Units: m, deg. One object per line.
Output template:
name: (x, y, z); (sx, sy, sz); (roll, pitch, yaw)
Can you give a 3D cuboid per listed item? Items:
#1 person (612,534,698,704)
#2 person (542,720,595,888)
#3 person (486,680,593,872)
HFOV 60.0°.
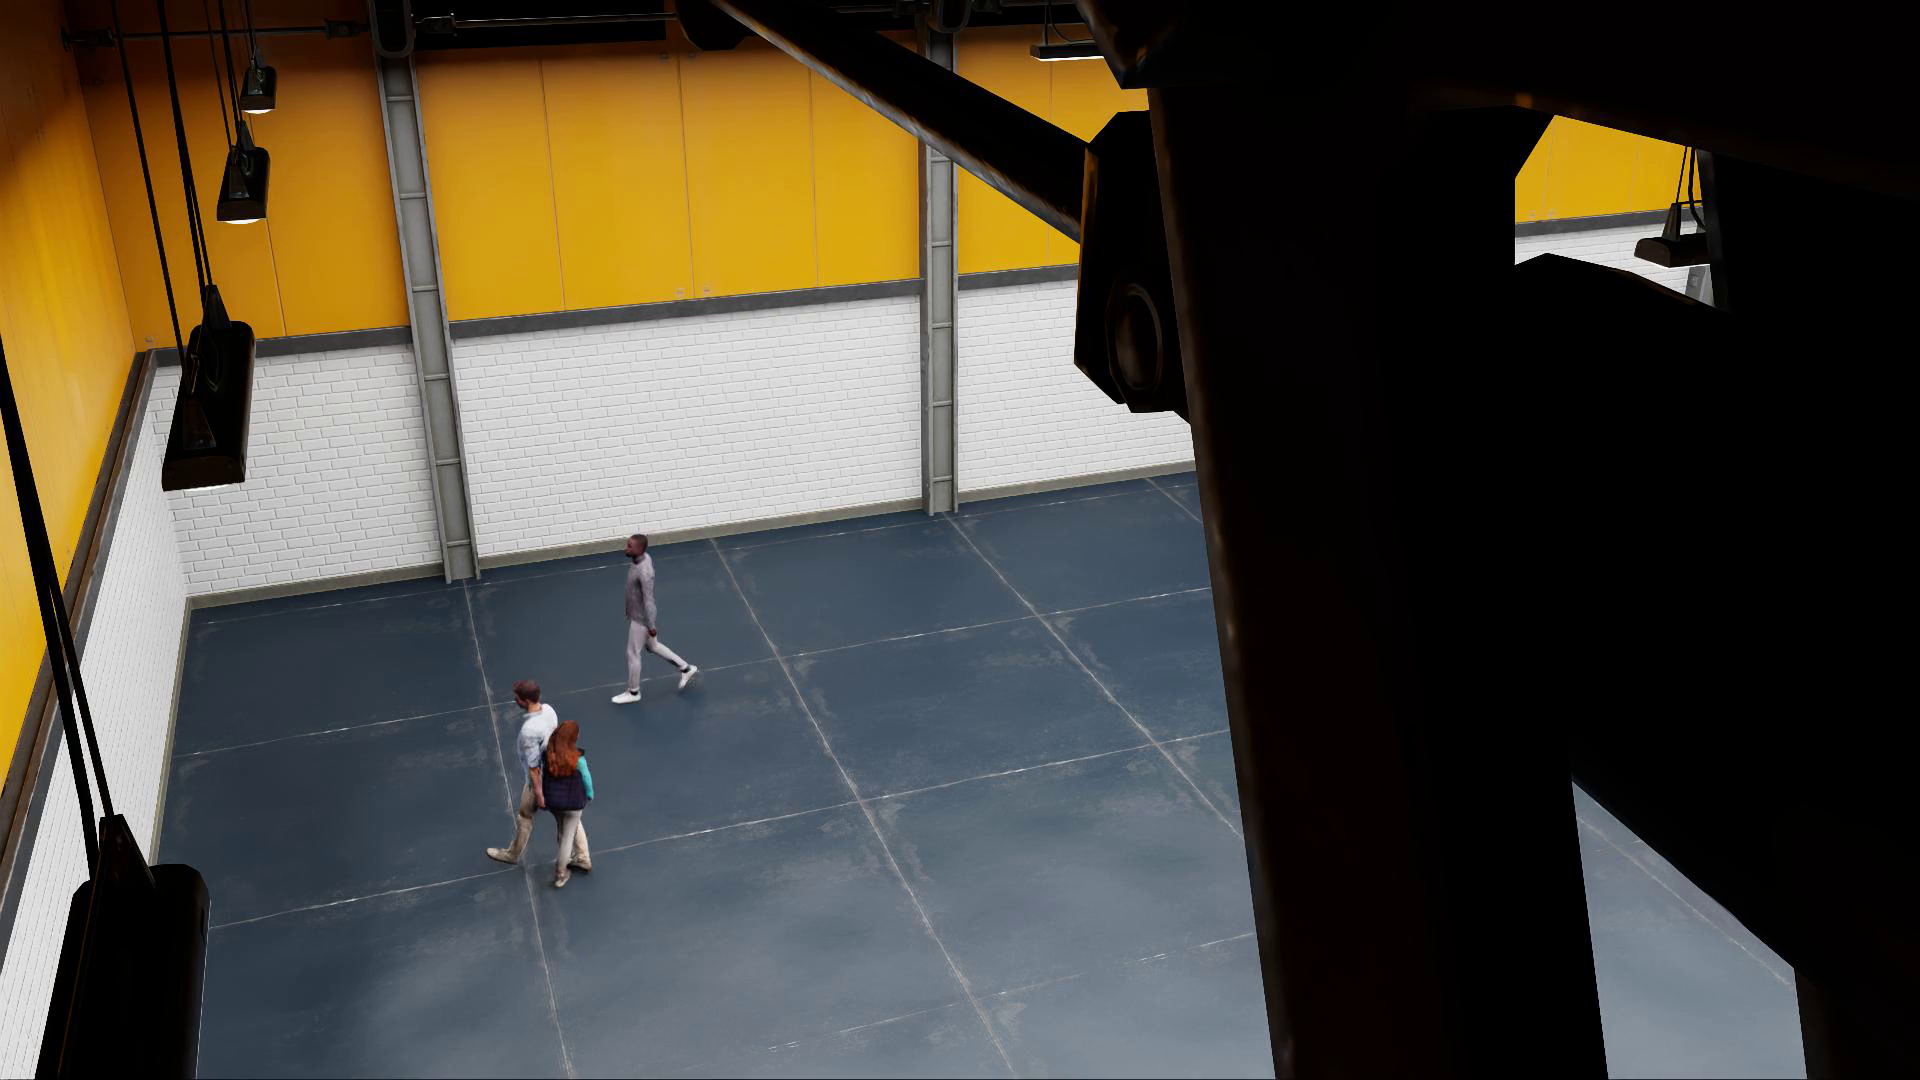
person: (-3.085, 0.766, 16.678); (1.140, 1.808, 0.745); (-6, 24, -13)
person: (-3.303, 2.217, 13.791); (0.829, 1.462, 0.854); (4, 24, 8)
person: (-3.368, 2.008, 13.840); (1.244, 1.806, 1.075); (6, 24, 13)
